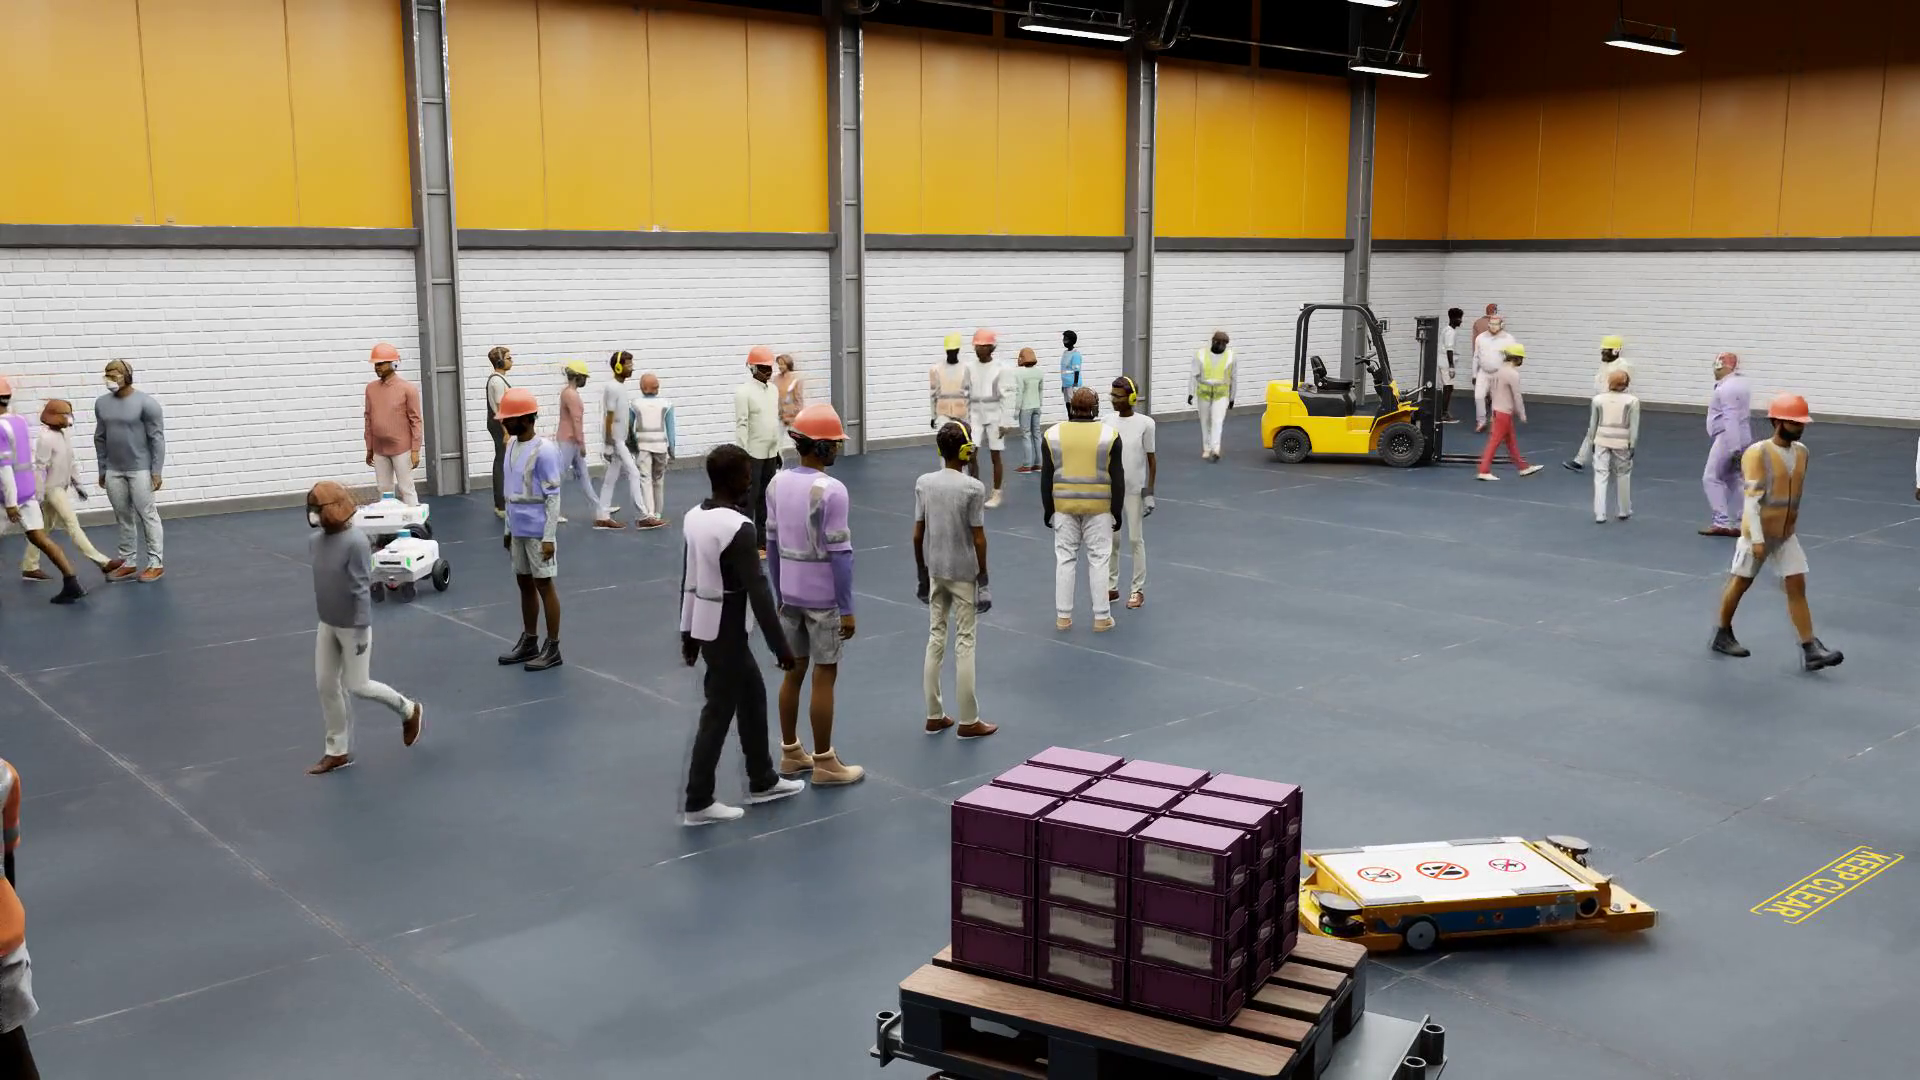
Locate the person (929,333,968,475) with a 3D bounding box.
[{"bbox_3d":[-0.070,-1.571,20.225,0.592,1.900,0.857,1,10,6],"label":"person"}]

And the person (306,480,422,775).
[{"bbox_3d":[-3.326,0.458,9.152,0.505,1.611,0.593,6,11,31],"label":"person"}]

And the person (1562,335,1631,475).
[{"bbox_3d":[8.236,-1.714,21.325,0.842,1.792,0.597,-2,10,-12],"label":"person"}]

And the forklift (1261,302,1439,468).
[{"bbox_3d":[5.320,-2.157,22.763,2.313,2.155,1.214,3,10,16],"label":"forklift"}]

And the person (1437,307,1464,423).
[{"bbox_3d":[8.294,-2.964,28.201,0.399,1.954,0.618,2,10,11],"label":"person"}]

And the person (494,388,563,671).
[{"bbox_3d":[-2.945,-0.072,11.326,0.542,1.931,0.376,9,13,43],"label":"person"}]

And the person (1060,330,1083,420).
[{"bbox_3d":[1.702,-2.368,25.483,0.321,1.694,0.537,-3,10,-16],"label":"person"}]

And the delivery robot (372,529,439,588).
[{"bbox_3d":[-4.581,0.156,13.742,0.477,0.478,0.707,0,10,2],"label":"delivery robot"}]

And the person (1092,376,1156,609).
[{"bbox_3d":[1.322,-0.381,13.329,0.518,1.865,0.323,6,12,33],"label":"person"}]

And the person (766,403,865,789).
[{"bbox_3d":[-0.762,0.292,8.868,0.394,2.041,0.612,-9,13,-43],"label":"person"}]

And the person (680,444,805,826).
[{"bbox_3d":[-1.039,0.464,8.291,0.817,1.893,0.601,-5,11,-27],"label":"person"}]

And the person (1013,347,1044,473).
[{"bbox_3d":[0.888,-1.691,21.676,0.505,1.631,0.278,-9,13,-44],"label":"person"}]

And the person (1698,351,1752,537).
[{"bbox_3d":[7.729,-0.947,16.644,0.591,1.866,0.663,8,13,41],"label":"person"}]

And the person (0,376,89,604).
[{"bbox_3d":[-7.561,-0.388,13.328,0.997,1.889,0.561,-1,10,-5],"label":"person"}]

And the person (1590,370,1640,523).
[{"bbox_3d":[6.962,-0.999,17.682,0.525,1.605,0.774,7,12,34],"label":"person"}]

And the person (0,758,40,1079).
[{"bbox_3d":[-2.859,1.175,4.710,0.321,1.696,0.536,2,10,10],"label":"person"}]

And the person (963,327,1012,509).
[{"bbox_3d":[0.271,-1.333,18.422,0.613,2.022,0.659,5,11,26],"label":"person"}]

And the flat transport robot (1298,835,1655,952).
[{"bbox_3d":[2.117,1.485,7.062,1.431,0.197,0.652,-2,10,-10],"label":"flat transport robot"}]

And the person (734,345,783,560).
[{"bbox_3d":[-1.852,-0.818,15.508,0.397,1.992,0.623,5,11,28],"label":"person"}]

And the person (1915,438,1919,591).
[{"bbox_3d":[8.228,-0.465,13.756,0.573,1.887,0.355,7,12,36],"label":"person"}]

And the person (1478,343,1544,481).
[{"bbox_3d":[6.949,-1.591,20.802,0.889,1.728,0.531,0,10,2],"label":"person"}]

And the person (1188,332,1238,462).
[{"bbox_3d":[3.480,-1.967,22.889,0.648,1.772,0.982,2,10,11],"label":"person"}]

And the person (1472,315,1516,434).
[{"bbox_3d":[8.398,-2.601,26.245,0.670,1.886,0.587,6,11,30],"label":"person"}]

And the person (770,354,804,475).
[{"bbox_3d":[-2.140,-1.541,20.888,0.526,1.603,0.837,5,11,28],"label":"person"}]

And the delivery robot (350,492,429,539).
[{"bbox_3d":[-5.467,-0.219,15.936,0.707,0.478,0.477,-2,10,-12],"label":"delivery robot"}]

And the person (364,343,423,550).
[{"bbox_3d":[-5.416,-0.876,15.847,0.625,1.992,0.388,4,10,20],"label":"person"}]

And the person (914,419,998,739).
[{"bbox_3d":[-0.039,0.228,9.746,0.521,1.873,0.335,7,12,36],"label":"person"}]

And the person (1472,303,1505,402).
[{"bbox_3d":[10.225,-3.609,32.106,0.652,1.906,0.403,9,13,43],"label":"person"}]

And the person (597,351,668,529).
[{"bbox_3d":[-3.374,-1.011,17.083,0.850,1.837,0.563,-1,10,-3],"label":"person"}]

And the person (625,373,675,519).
[{"bbox_3d":[-3.239,-0.944,17.428,0.512,1.601,0.849,-3,10,-18],"label":"person"}]

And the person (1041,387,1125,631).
[{"bbox_3d":[0.928,-0.231,12.522,0.629,1.842,0.429,2,10,14],"label":"person"}]

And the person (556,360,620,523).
[{"bbox_3d":[-4.046,-1.037,17.585,0.859,1.702,0.561,-3,10,-20],"label":"person"}]

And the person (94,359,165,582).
[{"bbox_3d":[-7.177,-0.599,14.389,0.635,1.937,0.352,2,10,12],"label":"person"}]

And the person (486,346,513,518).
[{"bbox_3d":[-4.929,-1.165,17.975,0.345,1.847,0.508,-4,10,-21],"label":"person"}]

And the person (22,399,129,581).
[{"bbox_3d":[-7.720,-0.426,14.379,0.896,1.576,0.508,-2,10,-11],"label":"person"}]

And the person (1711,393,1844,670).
[{"bbox_3d":[5.599,-0.060,11.388,0.568,1.879,1.002,-3,10,-17],"label":"person"}]
